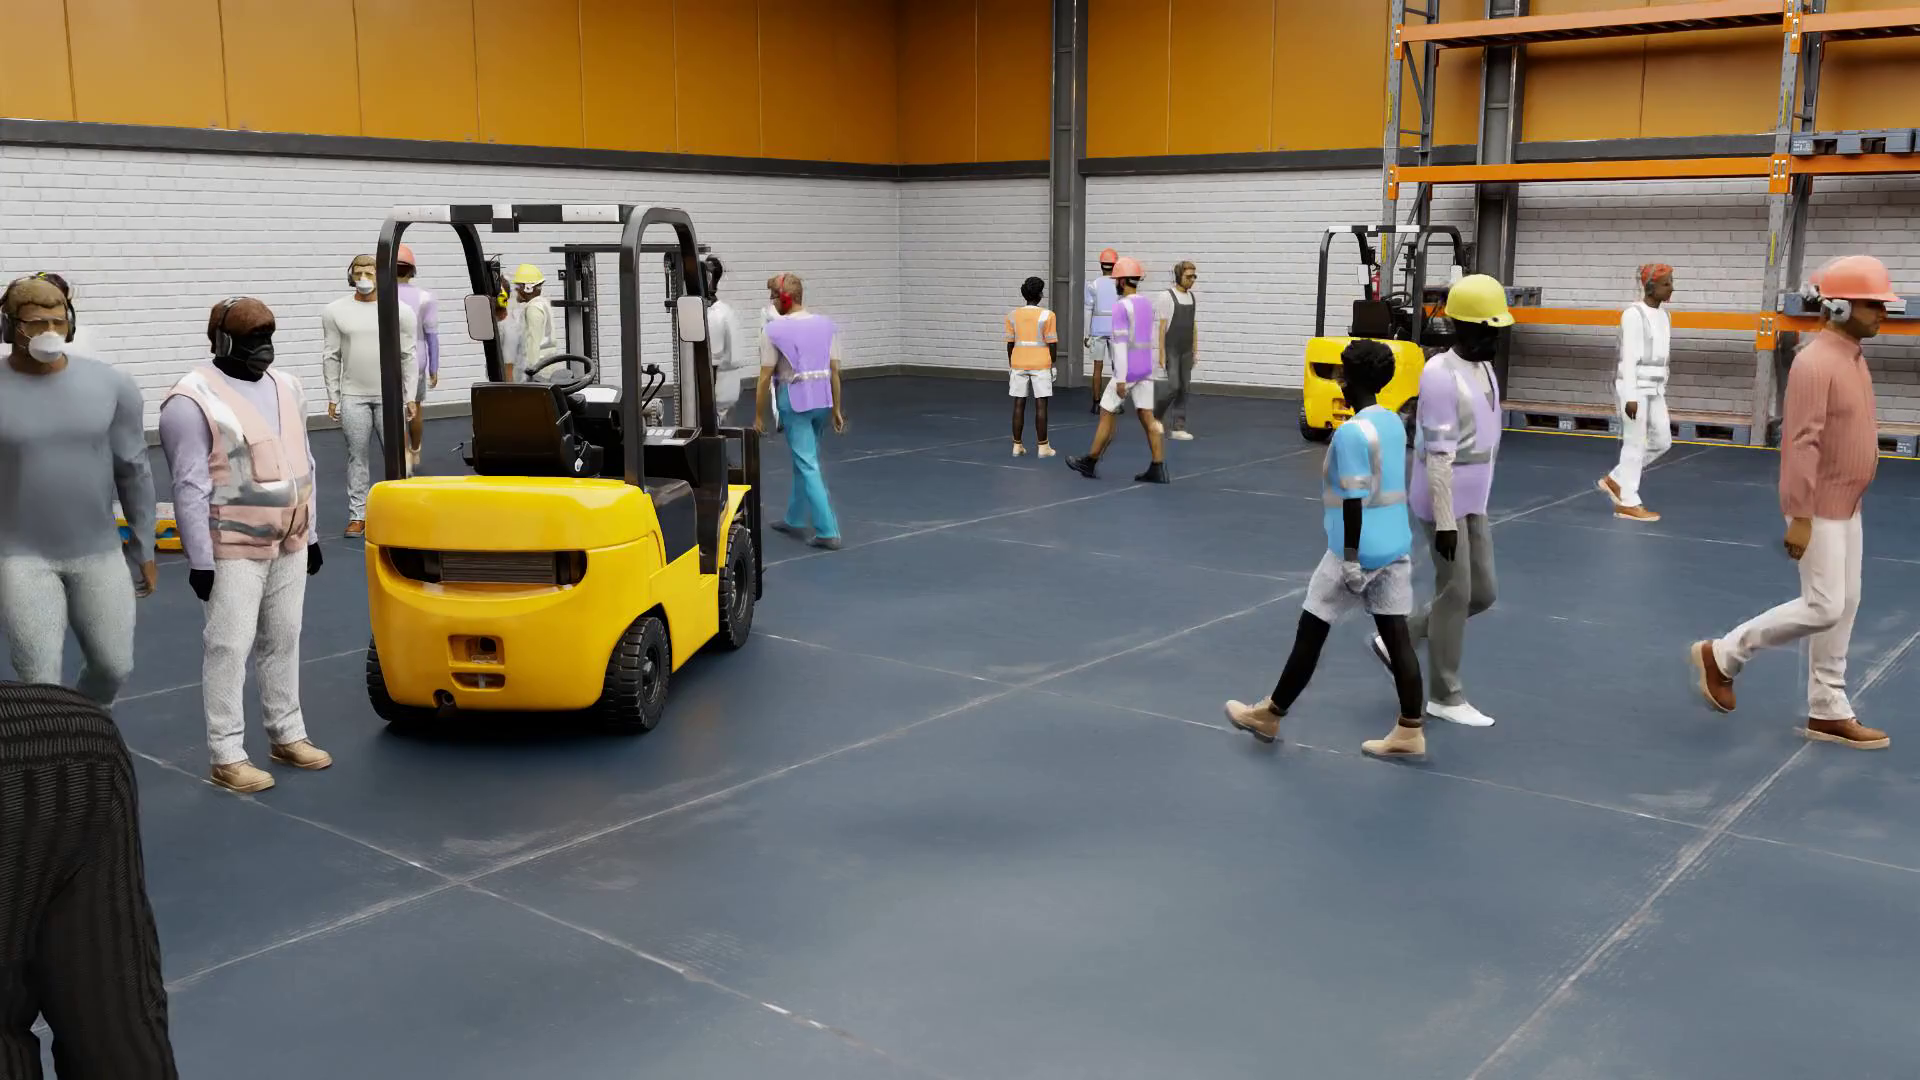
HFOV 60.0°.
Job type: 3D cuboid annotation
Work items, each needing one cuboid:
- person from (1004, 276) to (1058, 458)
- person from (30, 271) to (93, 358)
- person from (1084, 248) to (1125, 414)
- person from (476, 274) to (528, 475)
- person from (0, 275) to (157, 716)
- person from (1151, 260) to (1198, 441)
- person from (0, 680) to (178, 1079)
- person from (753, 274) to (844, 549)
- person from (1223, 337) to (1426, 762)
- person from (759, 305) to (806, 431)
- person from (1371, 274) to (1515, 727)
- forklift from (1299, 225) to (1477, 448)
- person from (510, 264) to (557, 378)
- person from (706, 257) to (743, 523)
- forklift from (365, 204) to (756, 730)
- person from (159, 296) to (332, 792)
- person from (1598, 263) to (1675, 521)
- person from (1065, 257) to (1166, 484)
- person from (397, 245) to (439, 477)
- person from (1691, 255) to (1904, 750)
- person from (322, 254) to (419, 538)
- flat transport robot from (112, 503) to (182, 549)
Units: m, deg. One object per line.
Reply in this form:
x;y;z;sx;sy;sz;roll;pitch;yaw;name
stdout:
0.677;-1.616;15.609;0.535;1.697;0.318;5;11;26;person
-5.272;-0.645;9.794;0.448;1.852;0.547;2;10;12;person
1.727;-2.439;19.499;0.553;1.935;0.364;1;10;4;person
-2.961;-0.867;11.143;0.894;1.839;0.523;-6;12;-32;person
-3.145;0.049;5.768;0.651;1.923;0.707;-8;13;-37;person
2.202;-1.921;16.923;0.520;1.828;0.457;-7;13;-35;person
-1.049;0.771;1.555;0.623;1.992;0.396;-9;14;-42;person
-1.129;-0.852;11.065;0.863;1.803;0.579;9;14;41;person
1.521;0.029;6.614;0.854;1.644;0.532;8;13;38;person
-1.884;-1.970;17.813;0.523;1.614;0.750;-2;10;-11;person
2.042;-0.159;6.995;0.541;1.900;0.591;8;13;37;person
4.449;-2.115;16.993;1.214;2.155;2.313;8;13;38;forklift
-3.789;-1.534;14.811;0.403;1.827;0.596;-2;10;-8;person
-1.700;-0.996;11.535;0.563;1.926;0.649;0;10;1;person
-1.766;-0.406;7.525;1.214;2.155;2.313;1;10;7;forklift
-2.639;0.015;6.213;0.432;1.836;0.619;4;11;21;person
4.954;-1.074;12.120;0.587;1.875;0.455;-8;13;-39;person
1.362;-1.433;14.062;0.953;1.883;0.561;9;14;42;person
-4.840;-1.556;14.465;0.609;1.997;1.048;-5;11;-25;person
3.435;-0.153;6.718;0.667;1.978;0.633;9;14;42;person
-4.036;-0.983;11.432;0.630;1.940;0.372;-2;10;-12;person
-5.592;-0.110;11.213;1.431;0.197;0.652;2;10;10;flat transport robot
